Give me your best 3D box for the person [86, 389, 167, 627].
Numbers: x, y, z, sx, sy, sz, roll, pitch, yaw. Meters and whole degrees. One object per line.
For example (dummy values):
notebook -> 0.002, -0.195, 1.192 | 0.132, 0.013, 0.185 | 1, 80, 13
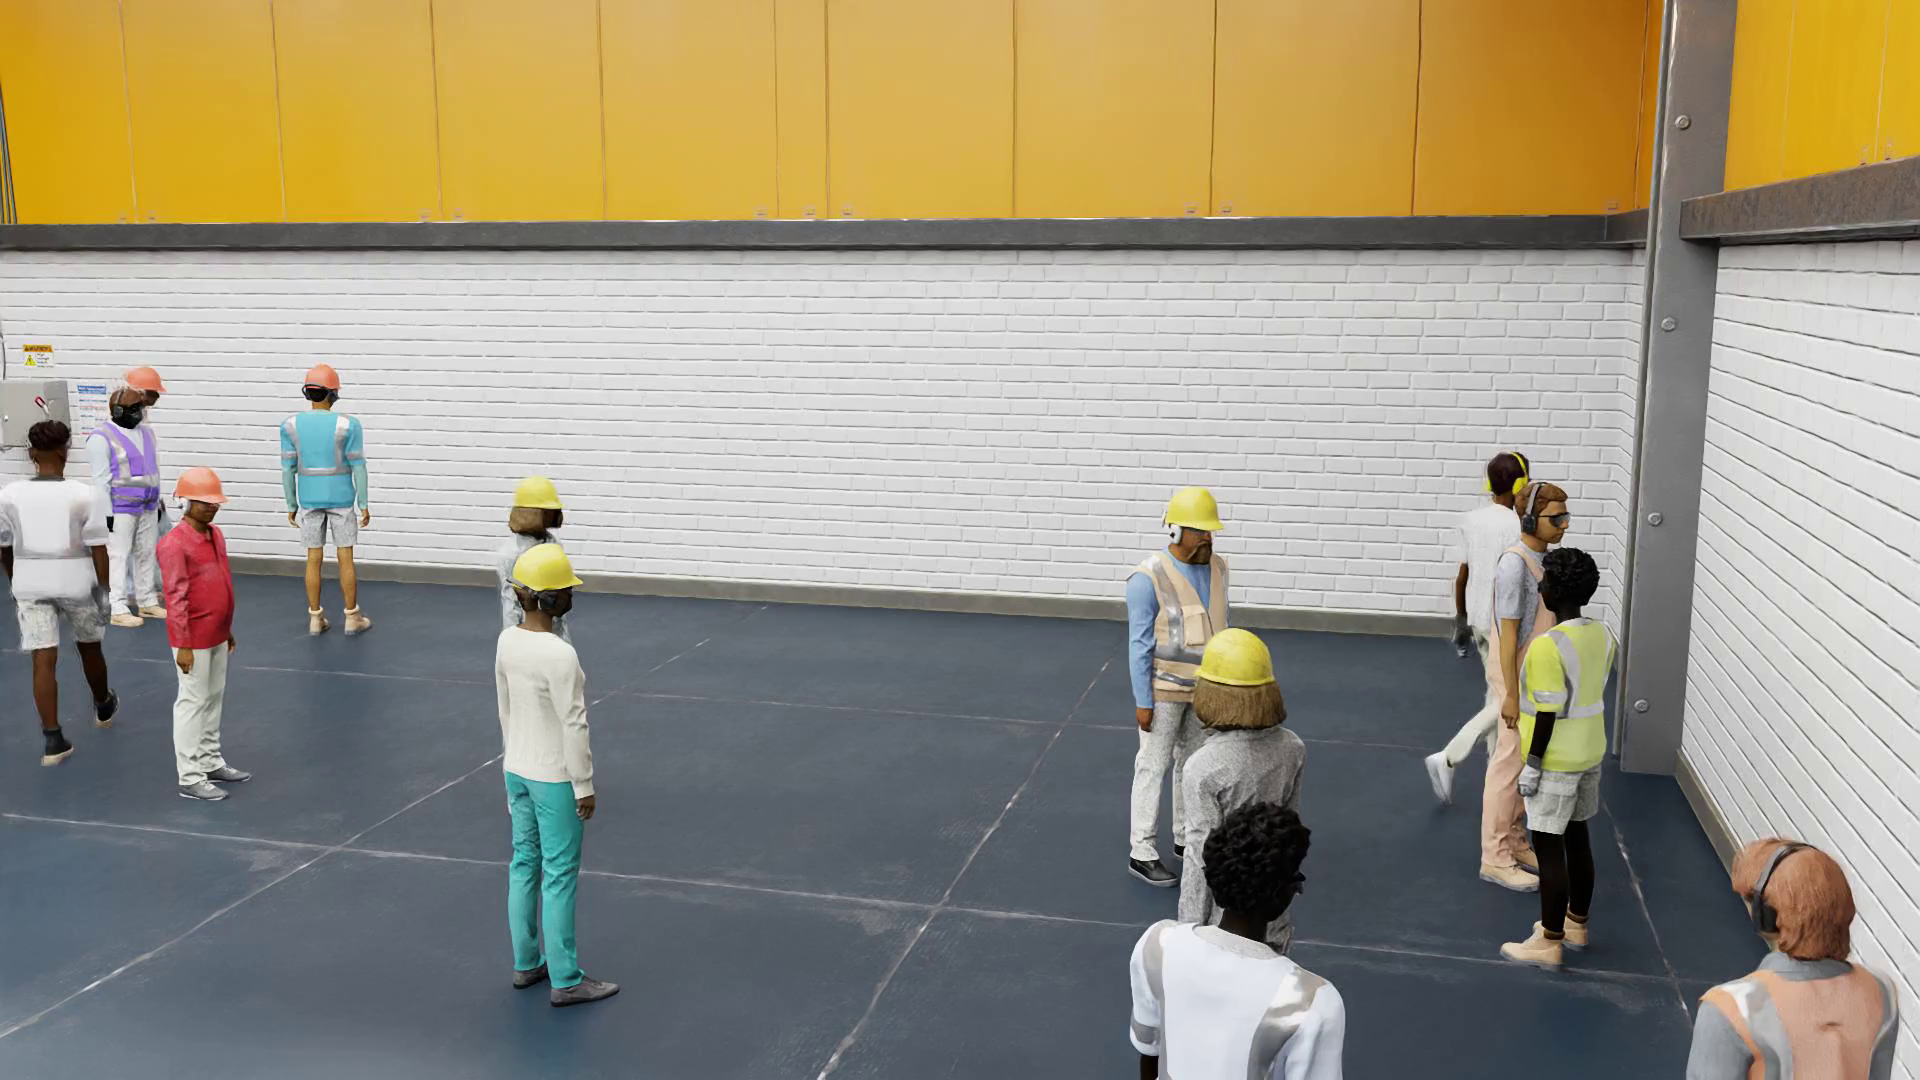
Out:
person -> -6.420, -0.253, 12.883 | 0.429, 1.836, 0.630 | 3, 10, 16

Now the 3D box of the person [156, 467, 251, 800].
person -> -3.982, 0.481, 8.791 | 0.339, 1.748, 0.567 | 0, 10, 0

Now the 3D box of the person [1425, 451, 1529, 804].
person -> 2.759, 0.458, 8.653 | 0.791, 1.846, 0.514 | -5, 11, -25

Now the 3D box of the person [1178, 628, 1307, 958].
person -> 0.828, 1.122, 5.042 | 0.486, 1.744, 0.296 | -8, 13, -39

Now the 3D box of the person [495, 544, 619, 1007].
person -> -1.561, 0.890, 6.344 | 0.522, 1.769, 0.310 | 9, 13, 43

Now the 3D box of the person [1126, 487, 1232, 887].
person -> 1.012, 0.656, 7.564 | 0.591, 1.823, 0.405 | -7, 12, -37

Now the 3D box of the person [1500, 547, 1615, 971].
person -> 2.401, 0.869, 6.668 | 0.315, 1.695, 0.541 | 9, 14, 44

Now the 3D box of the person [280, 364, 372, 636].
person -> -4.752, -0.297, 12.511 | 0.615, 2.041, 0.376 | -1, 10, -4

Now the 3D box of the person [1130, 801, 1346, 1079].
person -> 0.597, 1.392, 3.619 | 0.539, 1.687, 0.319 | 9, 13, 42

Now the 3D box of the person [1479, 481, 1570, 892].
person -> 2.568, 0.647, 7.534 | 0.330, 1.844, 0.520 | 7, 12, 34

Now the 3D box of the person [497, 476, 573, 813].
person -> -2.130, 0.541, 8.488 | 0.312, 1.738, 0.502 | 4, 10, 21

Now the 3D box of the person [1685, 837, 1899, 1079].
person -> 1.731, 1.437, 3.528 | 0.531, 1.632, 0.316 | -3, 10, -19

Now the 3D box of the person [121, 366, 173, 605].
person -> -6.620, -0.438, 13.565 | 0.626, 1.963, 0.626 | -5, 11, -26

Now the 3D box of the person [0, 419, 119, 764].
person -> -5.205, 0.256, 9.634 | 0.619, 1.910, 1.008 | -3, 10, -16
